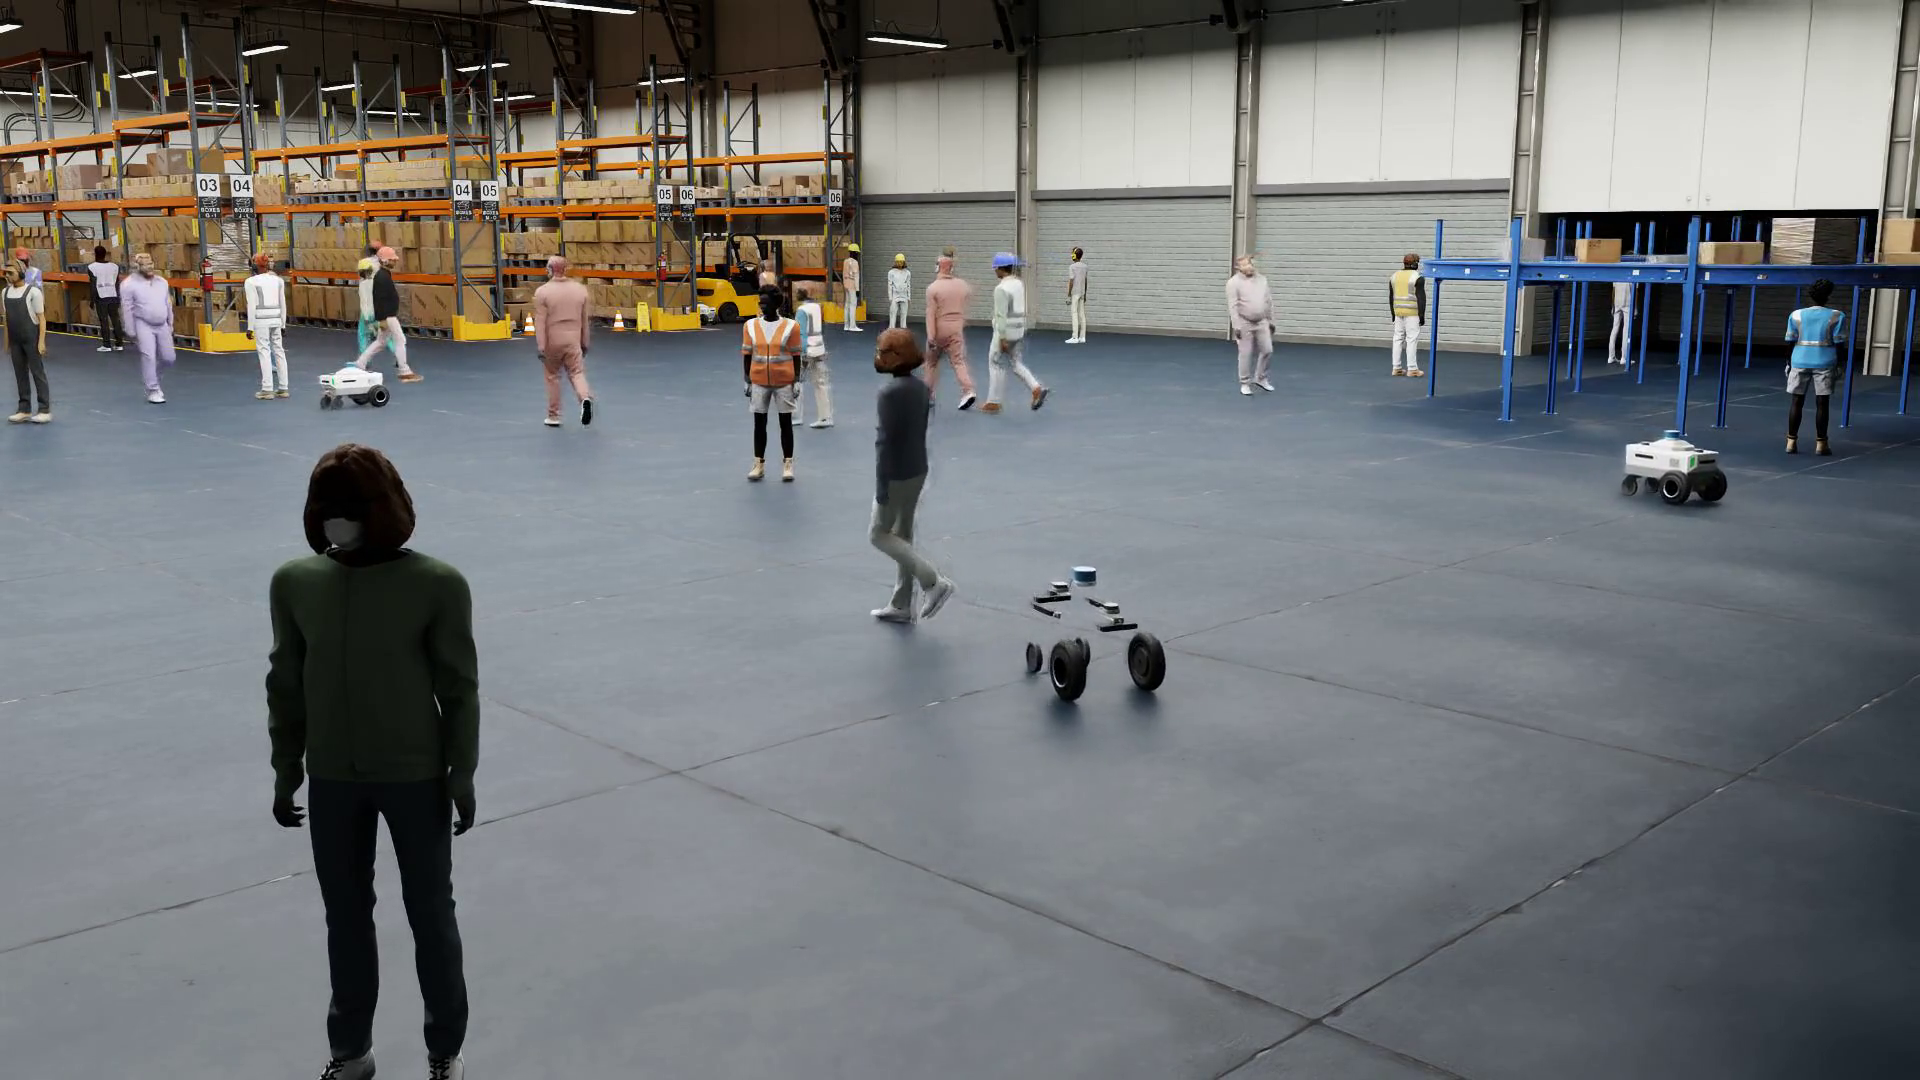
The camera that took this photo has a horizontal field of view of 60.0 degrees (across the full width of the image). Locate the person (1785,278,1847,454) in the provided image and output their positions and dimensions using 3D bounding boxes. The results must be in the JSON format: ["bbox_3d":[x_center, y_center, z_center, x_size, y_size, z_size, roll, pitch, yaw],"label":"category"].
[{"bbox_3d":[8.301,-1.687,16.164,0.541,1.695,0.315,8,13,36],"label":"person"}]

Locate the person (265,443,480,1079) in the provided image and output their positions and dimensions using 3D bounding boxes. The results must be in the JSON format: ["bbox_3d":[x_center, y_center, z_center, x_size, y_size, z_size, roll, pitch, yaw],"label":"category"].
[{"bbox_3d":[-1.401,0.578,3.988,0.507,1.632,0.276,1,10,3],"label":"person"}]

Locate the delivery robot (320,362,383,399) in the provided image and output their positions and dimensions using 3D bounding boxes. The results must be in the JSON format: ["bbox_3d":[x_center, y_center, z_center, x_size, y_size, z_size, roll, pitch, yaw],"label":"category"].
[{"bbox_3d":[-7.543,-1.958,20.619,0.477,0.478,0.707,9,14,40],"label":"delivery robot"}]

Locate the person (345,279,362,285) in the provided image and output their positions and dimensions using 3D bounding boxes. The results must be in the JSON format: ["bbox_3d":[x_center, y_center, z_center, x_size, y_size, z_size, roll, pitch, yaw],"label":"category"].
[{"bbox_3d":[-16.476,-7.090,45.234,0.429,1.845,0.621,6,12,28],"label":"person"}]

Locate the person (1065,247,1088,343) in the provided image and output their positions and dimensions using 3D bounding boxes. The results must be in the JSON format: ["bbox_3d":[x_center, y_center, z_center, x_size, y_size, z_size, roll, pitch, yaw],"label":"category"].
[{"bbox_3d":[2.300,-4.823,32.783,0.513,1.877,0.328,-9,14,-41],"label":"person"}]

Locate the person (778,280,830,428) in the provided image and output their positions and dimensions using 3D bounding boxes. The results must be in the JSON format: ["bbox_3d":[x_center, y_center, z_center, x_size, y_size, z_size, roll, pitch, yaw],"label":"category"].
[{"bbox_3d":[-1.730,-2.038,18.311,0.667,1.617,0.536,4,11,21],"label":"person"}]

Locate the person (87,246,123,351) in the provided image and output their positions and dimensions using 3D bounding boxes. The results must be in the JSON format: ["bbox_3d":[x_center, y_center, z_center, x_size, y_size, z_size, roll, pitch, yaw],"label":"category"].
[{"bbox_3d":[-15.669,-4.427,30.507,0.389,1.916,0.590,6,12,30],"label":"person"}]

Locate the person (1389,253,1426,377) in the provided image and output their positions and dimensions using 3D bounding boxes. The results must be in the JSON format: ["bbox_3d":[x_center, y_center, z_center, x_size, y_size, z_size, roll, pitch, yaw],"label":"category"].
[{"bbox_3d":[6.780,-3.401,25.116,0.429,1.842,0.634,-7,13,-35],"label":"person"}]

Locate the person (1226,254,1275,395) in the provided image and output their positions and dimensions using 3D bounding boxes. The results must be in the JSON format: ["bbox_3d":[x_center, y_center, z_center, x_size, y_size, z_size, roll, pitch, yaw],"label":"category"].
[{"bbox_3d":[3.892,-2.868,22.189,0.754,1.874,0.405,-4,11,-20],"label":"person"}]

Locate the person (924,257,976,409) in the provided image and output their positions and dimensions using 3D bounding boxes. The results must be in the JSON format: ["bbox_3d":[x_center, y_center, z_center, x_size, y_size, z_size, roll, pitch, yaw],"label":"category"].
[{"bbox_3d":[-0.149,-2.549,20.455,0.633,1.858,0.969,-6,12,-30],"label":"person"}]

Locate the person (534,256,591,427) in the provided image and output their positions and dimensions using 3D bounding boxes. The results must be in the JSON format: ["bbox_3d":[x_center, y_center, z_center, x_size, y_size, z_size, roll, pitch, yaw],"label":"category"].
[{"bbox_3d":[-4.370,-2.181,18.325,0.652,1.884,0.757,-8,13,-36],"label":"person"}]

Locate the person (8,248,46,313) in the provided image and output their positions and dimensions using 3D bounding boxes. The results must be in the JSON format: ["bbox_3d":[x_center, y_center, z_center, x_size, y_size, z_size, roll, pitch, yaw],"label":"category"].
[{"bbox_3d":[-16.561,-4.227,29.534,0.534,1.884,0.979,-4,11,-19],"label":"person"}]

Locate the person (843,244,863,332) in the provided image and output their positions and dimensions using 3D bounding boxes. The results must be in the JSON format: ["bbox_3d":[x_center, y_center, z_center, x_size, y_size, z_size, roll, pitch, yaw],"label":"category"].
[{"bbox_3d":[-2.365,-5.566,36.697,0.384,1.922,0.594,-6,12,-29],"label":"person"}]

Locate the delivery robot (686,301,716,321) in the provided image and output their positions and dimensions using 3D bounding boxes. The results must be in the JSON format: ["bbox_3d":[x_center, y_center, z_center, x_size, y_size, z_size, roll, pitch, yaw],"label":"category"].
[{"bbox_3d":[-6.174,-5.436,39.585,0.707,0.478,0.477,6,12,29],"label":"delivery robot"}]

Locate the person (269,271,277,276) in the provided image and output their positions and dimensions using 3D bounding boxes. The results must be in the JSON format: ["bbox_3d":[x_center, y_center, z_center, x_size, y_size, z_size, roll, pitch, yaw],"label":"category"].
[{"bbox_3d":[-14.796,-5.202,35.592,0.824,1.602,0.512,5,11,24],"label":"person"}]

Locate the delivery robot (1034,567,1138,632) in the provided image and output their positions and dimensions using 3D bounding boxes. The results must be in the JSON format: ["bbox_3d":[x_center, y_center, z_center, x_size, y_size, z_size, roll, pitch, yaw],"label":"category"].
[{"bbox_3d":[0.594,0.247,7.887,0.335,0.223,0.698,-5,11,-23],"label":"delivery robot"}]

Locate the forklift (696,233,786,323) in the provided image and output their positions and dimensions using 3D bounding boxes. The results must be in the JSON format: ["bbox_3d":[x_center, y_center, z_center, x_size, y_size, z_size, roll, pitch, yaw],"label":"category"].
[{"bbox_3d":[-5.496,-6.489,41.108,2.313,2.155,1.214,-10,14,-44],"label":"forklift"}]

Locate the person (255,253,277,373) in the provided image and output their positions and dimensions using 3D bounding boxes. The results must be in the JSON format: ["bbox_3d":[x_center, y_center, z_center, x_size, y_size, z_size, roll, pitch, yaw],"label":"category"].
[{"bbox_3d":[-10.770,-3.527,25.793,0.373,1.843,0.571,-4,11,-21],"label":"person"}]

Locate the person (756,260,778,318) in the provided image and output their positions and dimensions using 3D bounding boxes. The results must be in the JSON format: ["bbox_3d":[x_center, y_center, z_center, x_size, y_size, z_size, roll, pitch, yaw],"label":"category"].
[{"bbox_3d":[-3.954,-4.833,33.558,0.827,1.595,0.547,7,12,33],"label":"person"}]

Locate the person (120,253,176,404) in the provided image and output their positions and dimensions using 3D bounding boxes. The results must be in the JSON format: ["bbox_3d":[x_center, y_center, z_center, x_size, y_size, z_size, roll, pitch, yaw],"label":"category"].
[{"bbox_3d":[-10.265,-2.685,21.078,0.464,1.888,0.664,6,12,31],"label":"person"}]

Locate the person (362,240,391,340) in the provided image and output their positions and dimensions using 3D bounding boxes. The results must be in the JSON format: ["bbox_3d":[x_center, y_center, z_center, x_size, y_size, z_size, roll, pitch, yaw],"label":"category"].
[{"bbox_3d":[-11.860,-5.081,33.824,0.606,2.014,0.978,-2,11,-12],"label":"person"}]

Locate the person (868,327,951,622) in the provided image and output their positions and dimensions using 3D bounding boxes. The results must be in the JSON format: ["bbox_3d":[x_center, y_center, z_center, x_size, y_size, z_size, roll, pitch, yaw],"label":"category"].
[{"bbox_3d":[-0.282,-0.337,9.014,0.448,1.619,0.515,5,12,26],"label":"person"}]

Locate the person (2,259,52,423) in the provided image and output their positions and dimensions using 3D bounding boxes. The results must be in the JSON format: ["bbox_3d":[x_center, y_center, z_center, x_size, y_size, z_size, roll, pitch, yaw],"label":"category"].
[{"bbox_3d":[-10.598,-2.252,18.840,0.516,1.843,0.326,2,11,13],"label":"person"}]

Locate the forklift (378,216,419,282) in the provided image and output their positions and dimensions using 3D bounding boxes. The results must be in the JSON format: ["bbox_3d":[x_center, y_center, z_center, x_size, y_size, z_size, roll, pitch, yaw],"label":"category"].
[{"bbox_3d":[-17.868,-9.201,54.028,1.873,2.768,1.129,-10,14,-44],"label":"forklift"}]

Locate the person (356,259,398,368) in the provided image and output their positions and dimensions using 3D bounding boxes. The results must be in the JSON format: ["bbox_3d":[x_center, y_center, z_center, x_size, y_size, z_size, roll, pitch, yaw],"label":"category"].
[{"bbox_3d":[-9.315,-3.593,26.446,0.831,1.731,0.526,3,11,15],"label":"person"}]

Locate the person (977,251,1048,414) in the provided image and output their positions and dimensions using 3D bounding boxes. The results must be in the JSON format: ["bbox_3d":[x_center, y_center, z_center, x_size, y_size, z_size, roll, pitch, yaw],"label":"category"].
[{"bbox_3d":[0.623,-2.456,19.741,0.780,1.922,0.614,6,12,31],"label":"person"}]

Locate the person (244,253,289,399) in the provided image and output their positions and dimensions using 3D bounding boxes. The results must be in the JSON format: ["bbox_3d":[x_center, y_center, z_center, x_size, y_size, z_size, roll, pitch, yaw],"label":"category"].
[{"bbox_3d":[-9.037,-2.791,21.676,0.342,1.882,0.579,6,12,29],"label":"person"}]

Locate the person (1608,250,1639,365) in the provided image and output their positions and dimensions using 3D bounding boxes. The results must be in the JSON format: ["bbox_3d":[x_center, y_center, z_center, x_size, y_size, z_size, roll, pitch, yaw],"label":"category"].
[{"bbox_3d":[10.965,-3.833,27.428,0.315,1.862,0.500,-7,13,-35],"label":"person"}]

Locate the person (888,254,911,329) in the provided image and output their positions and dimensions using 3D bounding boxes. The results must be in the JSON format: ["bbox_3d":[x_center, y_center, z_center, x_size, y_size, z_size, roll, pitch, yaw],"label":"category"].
[{"bbox_3d":[-1.200,-4.815,33.091,0.486,1.746,0.290,-5,11,-24],"label":"person"}]

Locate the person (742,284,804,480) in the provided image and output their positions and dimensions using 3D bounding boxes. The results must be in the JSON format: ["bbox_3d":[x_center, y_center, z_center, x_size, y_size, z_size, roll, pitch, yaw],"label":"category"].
[{"bbox_3d":[-1.622,-1.364,14.396,0.537,1.698,0.320,1,10,7],"label":"person"}]

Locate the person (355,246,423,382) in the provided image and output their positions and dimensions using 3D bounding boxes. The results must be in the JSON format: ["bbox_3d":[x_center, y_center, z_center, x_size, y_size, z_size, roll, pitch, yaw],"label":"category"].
[{"bbox_3d":[-8.364,-3.263,24.045,0.946,1.962,0.607,-4,11,-20],"label":"person"}]

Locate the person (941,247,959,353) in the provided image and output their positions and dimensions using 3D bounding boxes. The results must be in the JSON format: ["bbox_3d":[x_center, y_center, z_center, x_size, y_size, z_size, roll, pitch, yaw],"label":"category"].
[{"bbox_3d":[-0.166,-4.294,29.869,0.372,1.896,0.736,0,10,0],"label":"person"}]

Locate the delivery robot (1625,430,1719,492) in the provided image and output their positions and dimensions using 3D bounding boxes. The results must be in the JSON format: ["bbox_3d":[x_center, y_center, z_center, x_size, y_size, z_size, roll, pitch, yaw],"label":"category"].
[{"bbox_3d":[5.749,-0.644,13.454,0.477,0.478,0.707,-5,12,-26],"label":"delivery robot"}]
